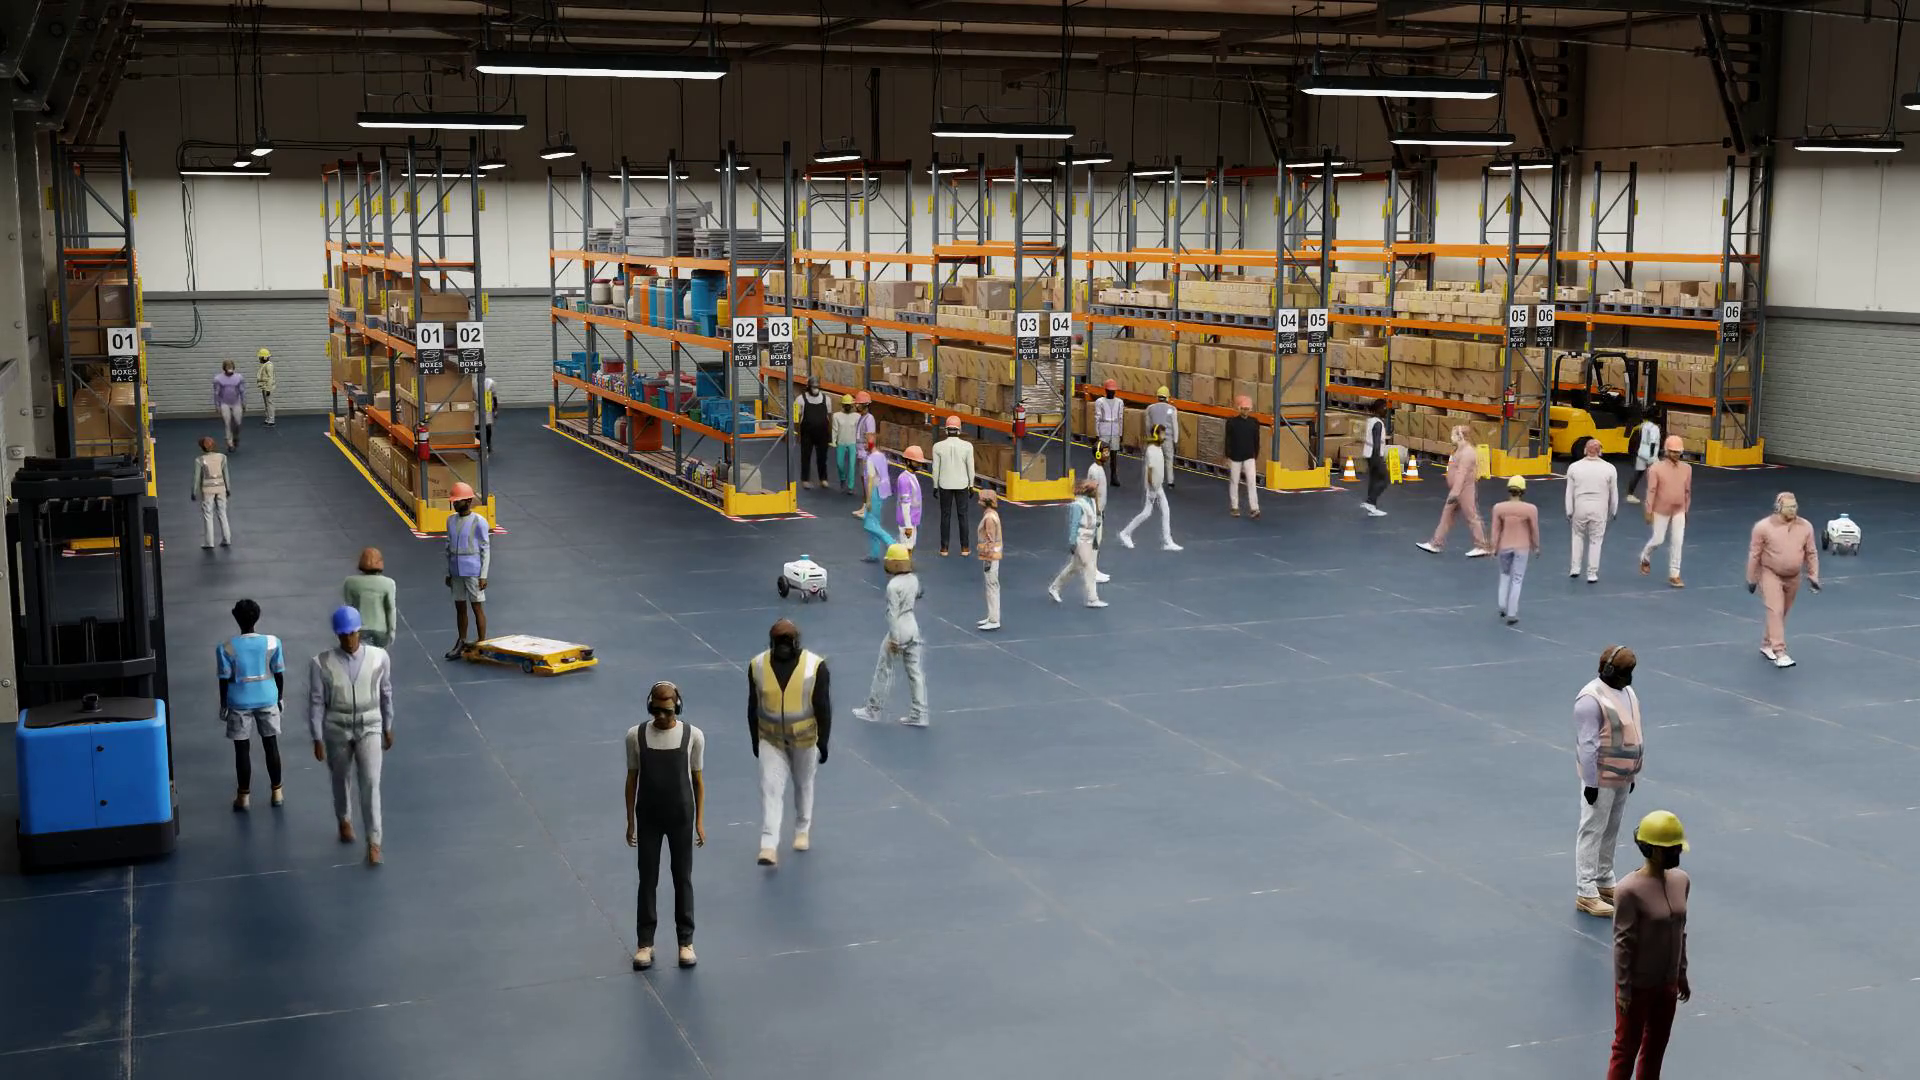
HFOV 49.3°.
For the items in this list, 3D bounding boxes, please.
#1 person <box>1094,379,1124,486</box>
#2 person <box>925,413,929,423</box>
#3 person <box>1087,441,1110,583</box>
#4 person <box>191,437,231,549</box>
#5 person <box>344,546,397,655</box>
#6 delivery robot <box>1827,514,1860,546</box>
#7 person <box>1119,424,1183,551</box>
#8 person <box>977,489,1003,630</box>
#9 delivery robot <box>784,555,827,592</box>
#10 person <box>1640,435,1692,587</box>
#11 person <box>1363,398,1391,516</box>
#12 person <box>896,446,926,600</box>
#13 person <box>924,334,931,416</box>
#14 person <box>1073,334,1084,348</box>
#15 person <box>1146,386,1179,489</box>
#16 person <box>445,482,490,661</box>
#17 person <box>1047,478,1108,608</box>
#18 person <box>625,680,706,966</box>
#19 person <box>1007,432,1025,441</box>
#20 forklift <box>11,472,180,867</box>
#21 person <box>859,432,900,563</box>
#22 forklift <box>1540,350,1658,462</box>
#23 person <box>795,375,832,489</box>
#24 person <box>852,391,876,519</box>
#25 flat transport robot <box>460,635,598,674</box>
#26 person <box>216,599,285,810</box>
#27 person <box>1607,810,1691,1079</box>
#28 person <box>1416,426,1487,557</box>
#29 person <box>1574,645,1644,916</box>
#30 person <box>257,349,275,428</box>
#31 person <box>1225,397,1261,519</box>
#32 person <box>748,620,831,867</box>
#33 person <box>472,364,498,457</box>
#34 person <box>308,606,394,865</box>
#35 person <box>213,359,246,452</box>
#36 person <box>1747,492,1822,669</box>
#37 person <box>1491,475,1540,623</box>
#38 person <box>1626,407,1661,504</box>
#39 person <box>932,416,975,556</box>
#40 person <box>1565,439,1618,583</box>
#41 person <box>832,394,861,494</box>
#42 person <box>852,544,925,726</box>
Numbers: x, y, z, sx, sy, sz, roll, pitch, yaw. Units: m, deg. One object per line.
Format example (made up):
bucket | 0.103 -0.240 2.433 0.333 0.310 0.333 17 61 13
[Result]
person | 2.696 -1.934 37.772 0.550 1.940 0.377 -2 9 -15
person | -0.730 -3.603 49.881 0.505 1.632 0.269 -2 9 -14
person | 1.830 -0.381 27.658 0.327 1.865 0.516 1 9 8
person | -10.885 -0.688 30.459 0.346 1.633 0.542 8 11 41
person | -5.662 0.872 20.093 0.502 1.614 0.653 -1 9 -9
delivery robot | 12.730 -0.134 30.159 0.477 0.478 0.707 2 9 13
person | 2.764 -0.773 30.365 0.905 1.841 0.529 4 9 24
person | 0.343 0.221 24.374 0.310 1.636 0.523 0 9 3
delivery robot | -1.953 0.428 26.413 0.477 0.478 0.707 -4 9 -26
person | 9.263 -0.407 27.468 0.625 1.973 0.772 -1 9 -9
person | 6.743 -1.336 33.841 0.454 1.907 0.616 1 9 3
person | -0.610 -0.229 26.405 0.374 1.930 0.542 1 9 8
person | -0.760 -4.107 51.885 0.614 2.040 0.391 -6 10 -35
person | 3.068 -4.529 55.395 0.979 1.841 0.577 -2 9 -13
person | 3.616 -1.828 37.391 0.594 1.833 0.404 3 9 21
person | -5.336 0.340 22.580 0.552 1.935 0.360 4 9 26
person | 1.445 0.011 25.922 0.818 1.597 0.513 3 9 21
person | -1.866 1.786 13.273 0.504 1.840 0.345 -1 9 -5
person | 1.180 -3.054 45.617 0.611 1.816 0.597 -3 9 -18
forklift | -6.630 0.886 15.957 1.129 2.768 1.873 -3 9 -21
person | -1.129 -0.583 29.092 0.524 1.824 0.593 2 9 13
forklift | 12.897 -2.725 42.309 2.313 2.155 1.214 -3 9 -21
person | -2.602 -1.928 37.501 0.685 2.000 0.535 -3 9 -16
person | -1.534 -1.359 33.557 0.390 2.045 0.607 -2 9 -14
flat transport robot | -4.629 1.211 22.451 1.431 0.197 0.652 6 10 35
person | -5.705 1.316 16.869 0.540 1.696 0.317 -5 10 -31
person | 3.493 2.226 10.573 0.525 1.770 0.306 -6 10 -33
person | 7.030 -0.685 29.673 0.987 1.853 0.658 0 9 0
person | 4.454 1.625 14.354 0.429 1.838 0.622 8 12 42
person | -16.185 -3.542 48.845 0.403 1.823 0.586 -5 10 -28
person | 4.552 -1.315 33.581 0.621 1.945 1.005 -1 9 -7
person | -1.267 1.481 15.440 0.642 1.790 0.954 1 9 5
person | -9.727 -2.649 42.550 0.655 1.926 0.552 -2 9 -12
person | -4.549 1.406 15.645 0.620 1.891 1.040 -3 9 -21
person | -15.190 -2.804 43.578 0.639 1.924 0.465 -4 9 -26
person | 8.796 0.413 22.370 0.650 1.858 0.982 -1 9 -7
person | 6.597 0.100 24.827 0.532 1.748 0.610 5 10 31
person | 11.687 -1.427 35.305 0.893 1.641 0.552 -1 9 -5
person | -0.091 -0.774 29.822 0.608 1.995 0.377 0 9 -1
person | 8.361 -0.400 27.689 0.655 1.888 0.669 3 9 22
person | -1.974 -1.680 36.633 0.551 1.752 0.374 0 9 0
person | -0.648 0.883 19.719 0.755 1.717 0.496 6 10 33
